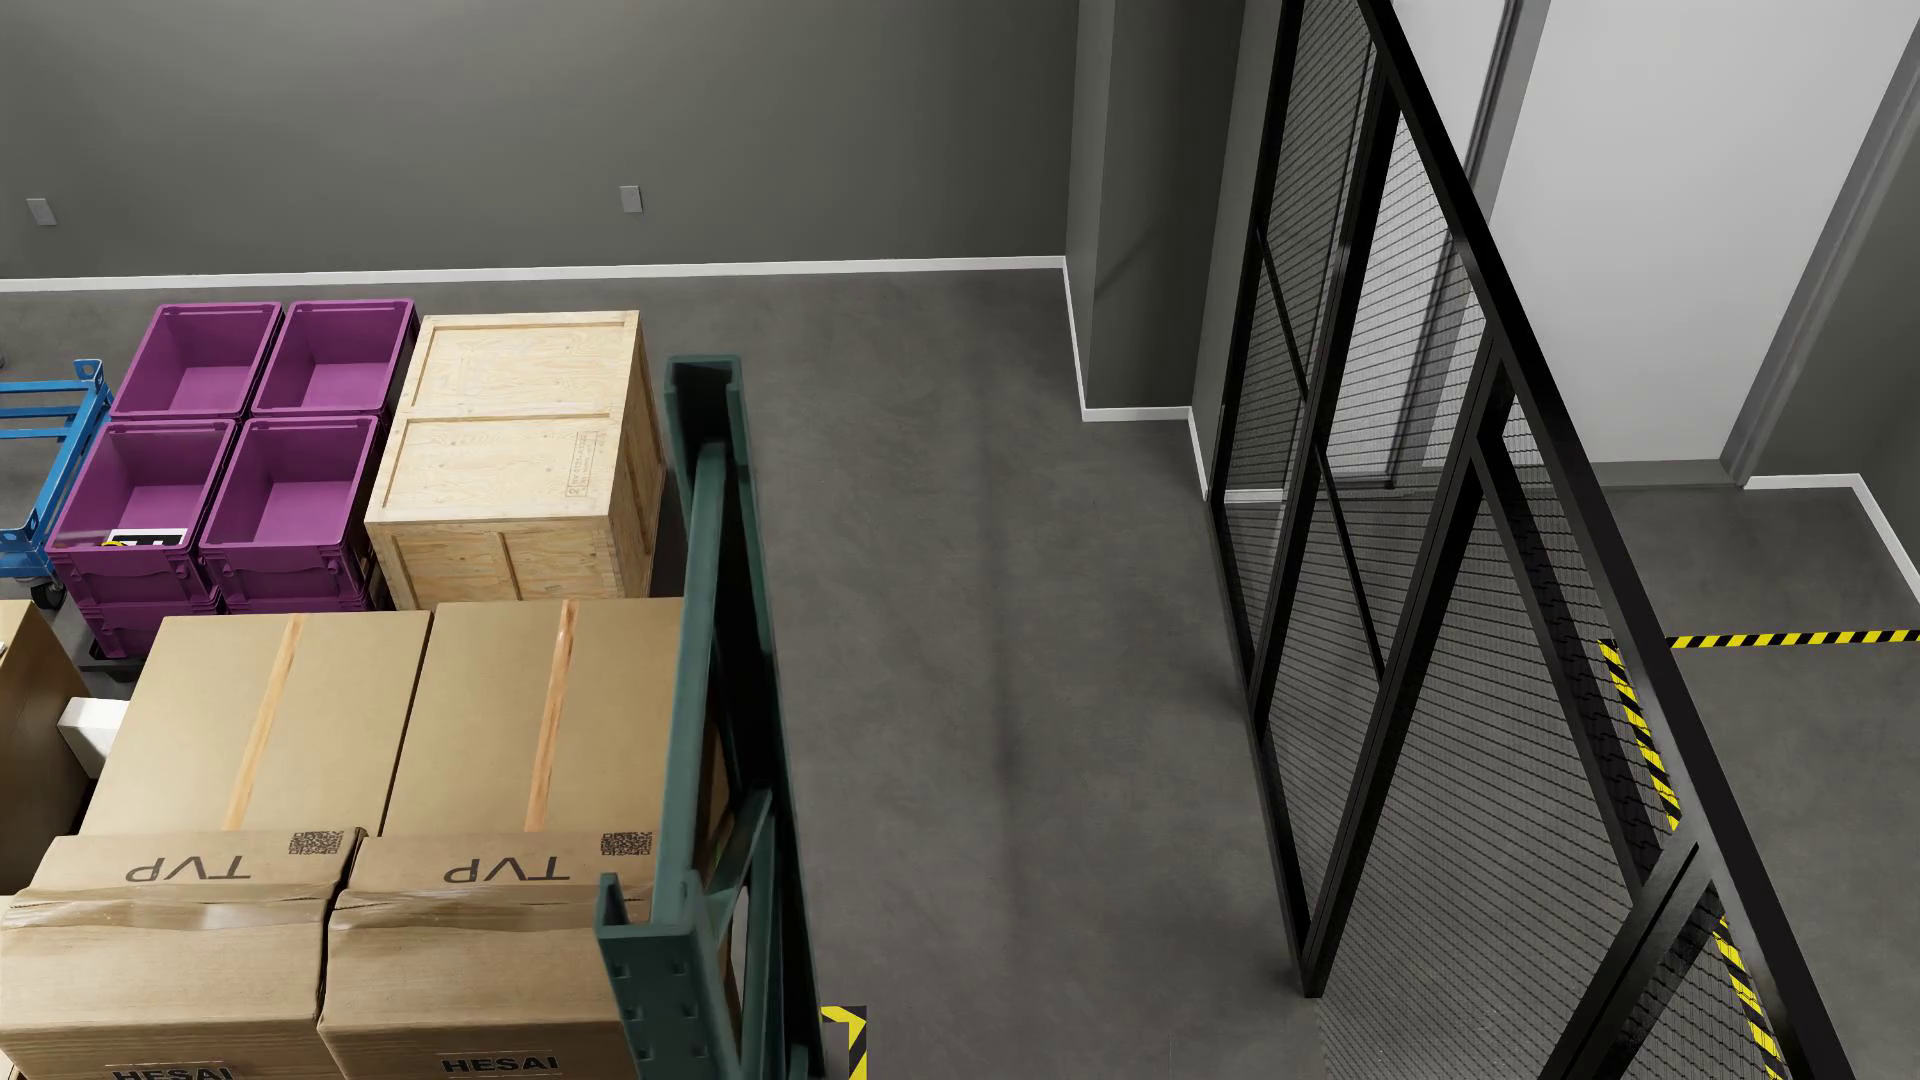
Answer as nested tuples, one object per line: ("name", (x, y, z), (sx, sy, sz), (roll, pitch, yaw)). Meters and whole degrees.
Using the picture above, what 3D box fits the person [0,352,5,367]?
("person", (-4.028, -1.275, 5.974), (0.366, 1.938, 0.630), (-2, 46, -2))
